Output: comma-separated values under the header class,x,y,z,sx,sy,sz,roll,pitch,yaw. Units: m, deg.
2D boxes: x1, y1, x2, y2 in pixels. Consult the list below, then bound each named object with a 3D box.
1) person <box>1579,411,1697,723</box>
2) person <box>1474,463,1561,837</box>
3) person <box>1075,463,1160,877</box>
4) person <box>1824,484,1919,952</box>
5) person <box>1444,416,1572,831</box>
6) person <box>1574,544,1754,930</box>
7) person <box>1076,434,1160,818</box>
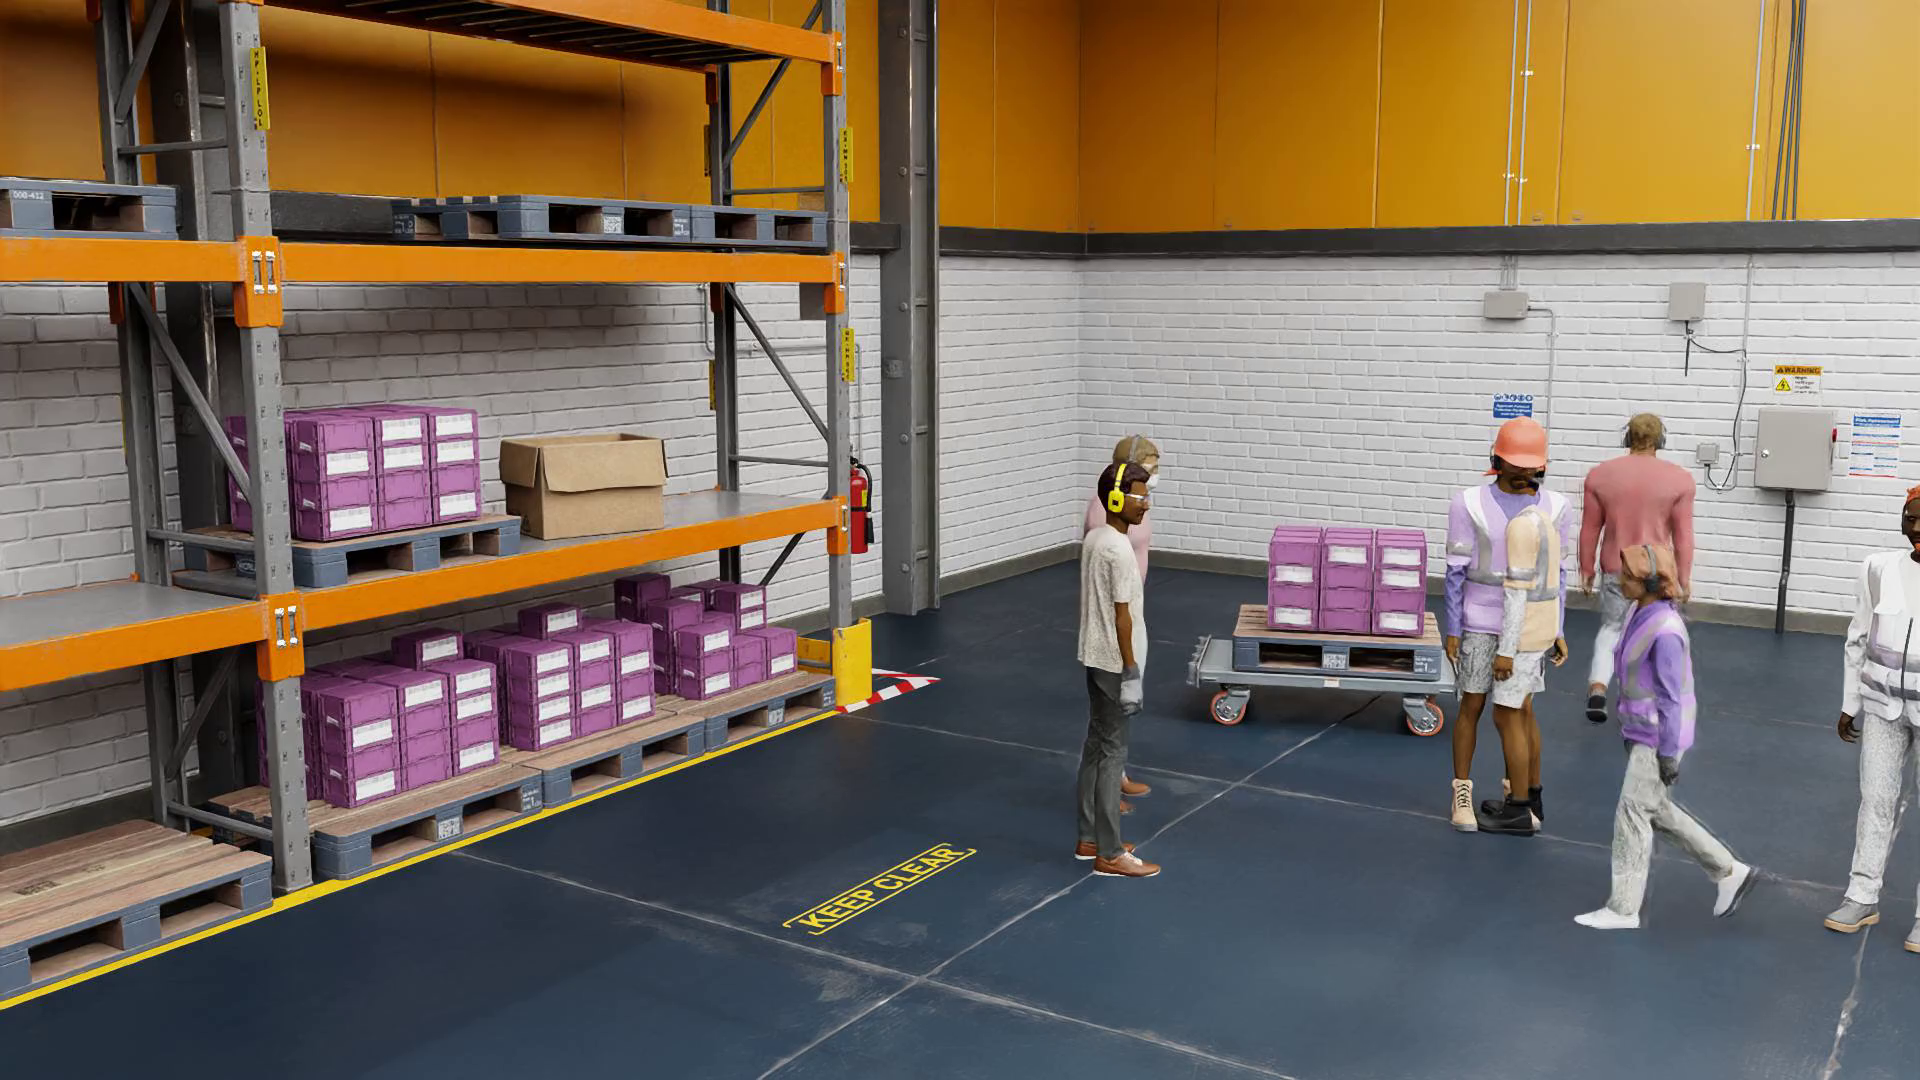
class,x,y,z,sx,sy,sz,roll,pitch,yaw
person,3.974,0.200,9.817,0.625,1.919,0.516,7,11,37
person,2.708,0.462,8.107,0.390,1.923,0.552,5,10,30
person,0.702,0.579,7.537,0.335,1.864,0.521,-2,9,-12
person,3.828,0.701,6.669,0.354,1.883,0.573,-7,11,-39
person,2.653,0.413,8.059,0.605,2.034,0.394,0,9,-1
person,2.909,0.813,6.796,0.639,1.617,0.523,2,9,12
person,0.801,0.419,8.416,0.389,1.915,0.661,3,9,20
